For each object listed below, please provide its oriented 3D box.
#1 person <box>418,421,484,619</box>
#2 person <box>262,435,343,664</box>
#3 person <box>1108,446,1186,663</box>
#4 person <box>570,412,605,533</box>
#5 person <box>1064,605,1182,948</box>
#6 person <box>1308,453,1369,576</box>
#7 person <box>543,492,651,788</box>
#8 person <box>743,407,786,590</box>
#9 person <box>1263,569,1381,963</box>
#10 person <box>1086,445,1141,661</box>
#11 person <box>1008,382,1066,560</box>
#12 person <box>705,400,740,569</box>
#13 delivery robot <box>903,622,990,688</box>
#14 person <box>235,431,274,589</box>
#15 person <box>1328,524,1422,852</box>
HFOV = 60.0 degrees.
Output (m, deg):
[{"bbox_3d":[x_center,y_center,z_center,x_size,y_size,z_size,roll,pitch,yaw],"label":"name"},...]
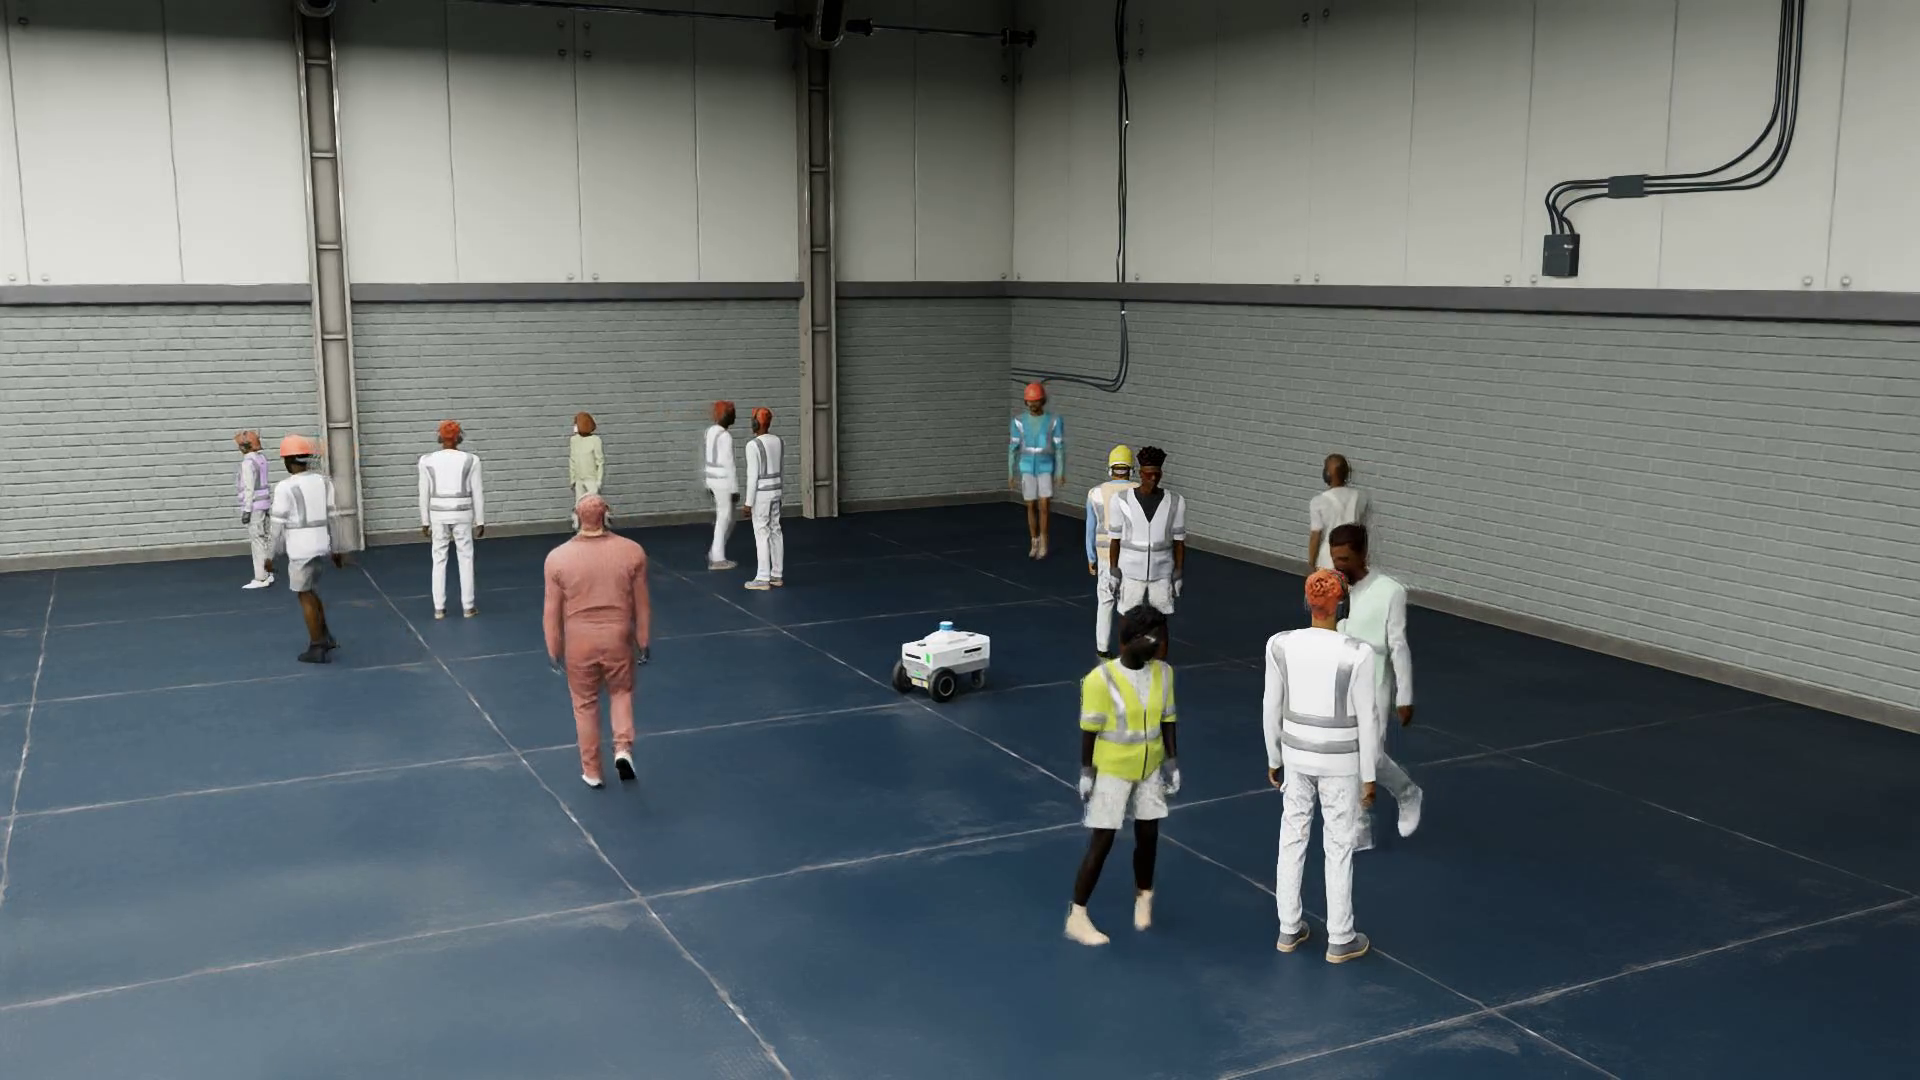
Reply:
[{"bbox_3d":[-4.798,-0.188,15.715,0.587,1.872,0.349,-2,9,-10],"label":"person"},{"bbox_3d":[-5.485,0.080,13.912,0.495,1.914,0.559,4,10,22],"label":"person"},{"bbox_3d":[1.438,0.244,12.788,0.603,1.958,0.375,0,9,-1],"label":"person"},{"bbox_3d":[-4.368,-0.681,19.475,0.501,1.631,0.285,6,11,31],"label":"person"},{"bbox_3d":[0.812,1.133,8.183,0.575,1.671,0.352,-6,11,-31],"label":"person"},{"bbox_3d":[3.040,0.224,13.294,0.528,1.833,0.513,-2,9,-11],"label":"person"},{"bbox_3d":[-2.296,0.640,10.517,0.667,1.895,0.427,-3,10,-20],"label":"person"},{"bbox_3d":[-2.024,-0.428,17.152,0.355,1.883,0.573,5,11,29],"label":"person"},{"bbox_3d":[1.725,1.069,7.931,0.572,1.883,0.356,6,11,35],"label":"person"},{"bbox_3d":[1.350,0.118,13.989,0.585,1.824,0.404,2,9,12],"label":"person"},{"bbox_3d":[0.847,-0.771,18.835,0.647,2.019,0.750,2,9,13],"label":"person"},{"bbox_3d":[-2.588,-0.603,18.278,0.436,1.865,0.602,-4,10,-24],"label":"person"},{"bbox_3d":[-0.101,0.877,12.904,0.707,0.478,0.477,-9,13,-42],"label":"delivery robot"},{"bbox_3d":[-7.293,-0.316,17.213,0.309,1.640,0.512,-1,9,-6],"label":"person"},{"bbox_3d":[2.297,0.832,9.361,0.566,1.887,0.644,-7,11,-36],"label":"person"}]
